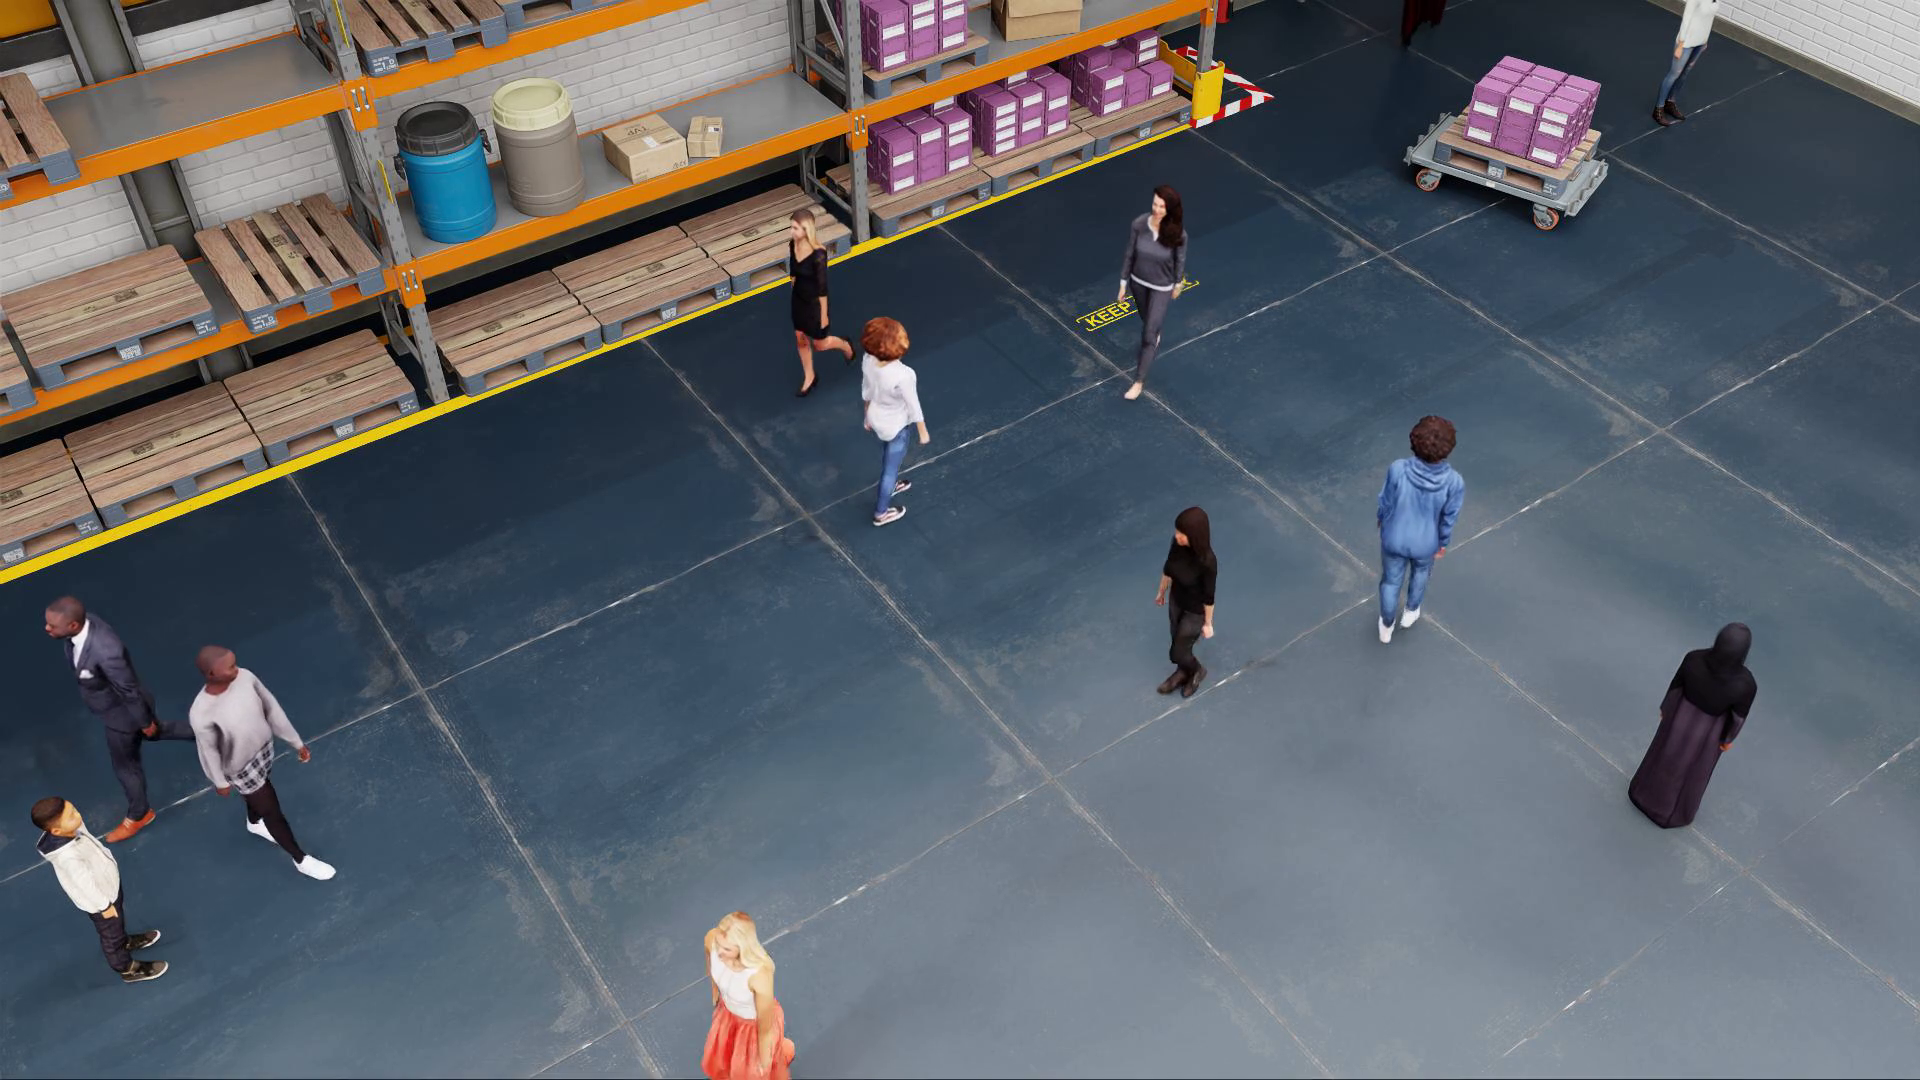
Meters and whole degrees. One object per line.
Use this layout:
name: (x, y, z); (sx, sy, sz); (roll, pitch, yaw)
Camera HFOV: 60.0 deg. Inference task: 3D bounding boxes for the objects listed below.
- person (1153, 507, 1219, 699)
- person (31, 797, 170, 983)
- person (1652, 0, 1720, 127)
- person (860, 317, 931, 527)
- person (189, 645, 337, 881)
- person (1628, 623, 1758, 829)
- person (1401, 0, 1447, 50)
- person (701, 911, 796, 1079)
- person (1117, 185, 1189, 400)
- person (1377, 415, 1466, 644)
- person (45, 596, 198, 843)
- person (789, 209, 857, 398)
person: (1.519, 0.395, 10.559); (0.599, 1.610, 0.618); (-23, 48, -23)
person: (-4.747, 1.892, 9.101); (0.523, 1.453, 0.603); (-21, 47, -20)
person: (7.035, -4.816, 16.002); (0.430, 1.646, 0.623); (-25, 49, -24)
person: (-0.570, -0.802, 11.756); (0.693, 1.692, 0.640); (-26, 49, -25)
person: (-4.191, 1.217, 9.603); (1.023, 1.738, 1.040); (15, 46, 15)
person: (4.364, 1.070, 9.847); (0.658, 1.615, 0.655); (32, 52, 29)
person: (4.802, -5.868, 17.054); (0.946, 1.718, 1.116); (19, 47, 19)
person: (-0.996, 2.352, 8.375); (0.708, 1.790, 0.787); (34, 53, 31)
person: (1.520, -2.040, 13.036); (0.966, 1.719, 1.214); (19, 47, 19)
person: (2.929, 0.007, 10.835); (0.802, 1.791, 0.846); (11, 45, 12)
person: (-4.881, 0.944, 9.845); (1.193, 1.800, 0.822); (-33, 53, -30)
person: (-1.090, -1.836, 12.865); (0.664, 1.661, 0.863); (34, 53, 30)
